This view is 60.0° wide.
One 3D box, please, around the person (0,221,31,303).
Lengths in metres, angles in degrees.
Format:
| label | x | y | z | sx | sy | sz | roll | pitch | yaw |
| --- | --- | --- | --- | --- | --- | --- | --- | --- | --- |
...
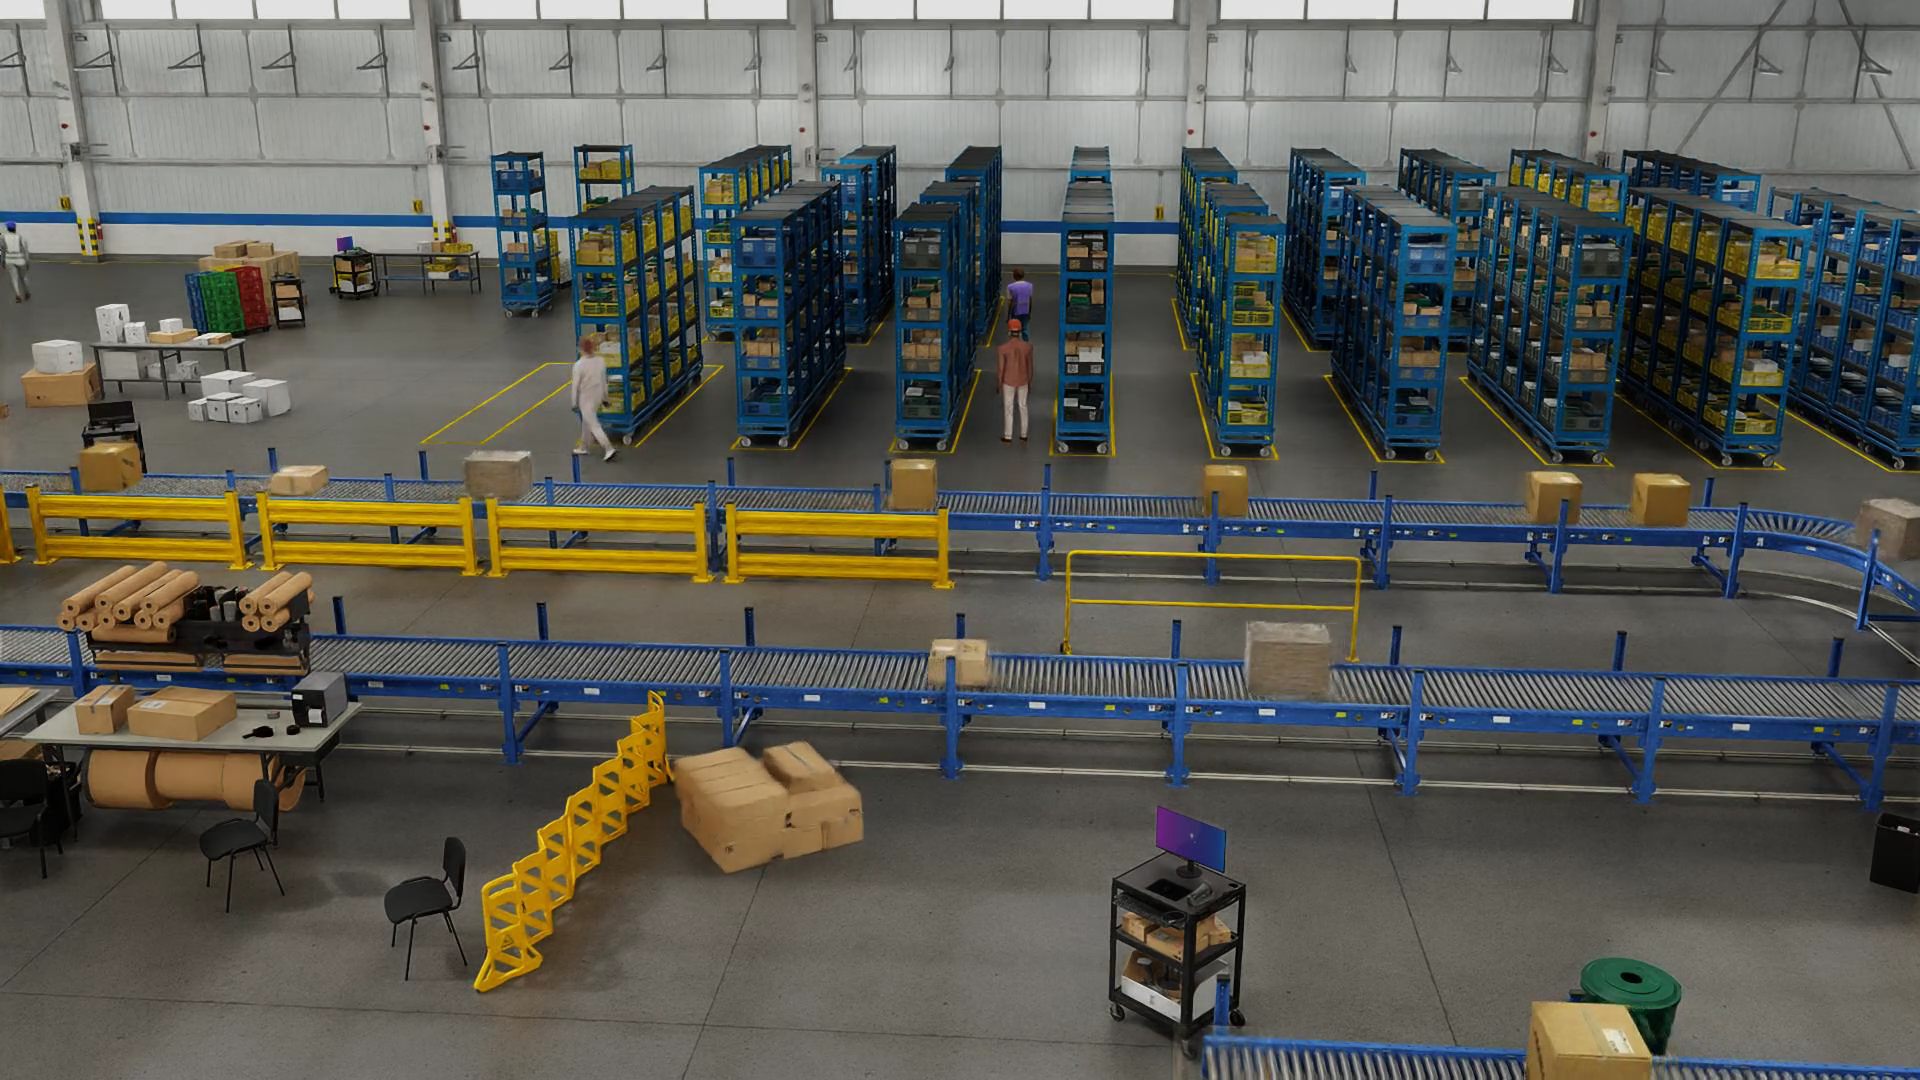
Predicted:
| label | x | y | z | sx | sy | sz | roll | pitch | yaw |
| --- | --- | --- | --- | --- | --- | --- | --- | --- | --- |
| person | -22.360 | -6.587 | 39.366 | 0.617 | 1.900 | 0.995 | -8 | 19 | -23 |

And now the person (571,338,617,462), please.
| label | x | y | z | sx | sy | sz | roll | pitch | yaw |
| --- | --- | --- | --- | --- | --- | --- | --- | --- | --- |
| person | -5.598 | -2.141 | 25.312 | 0.969 | 1.870 | 0.653 | 9 | 20 | 27 |

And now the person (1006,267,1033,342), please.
| label | x | y | z | sx | sy | sz | roll | pitch | yaw |
| --- | --- | --- | --- | --- | --- | --- | --- | --- | --- |
| person | 1.162 | -4.413 | 32.535 | 0.564 | 1.850 | 0.389 | -10 | 20 | -29 |

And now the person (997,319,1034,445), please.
| label | x | y | z | sx | sy | sz | roll | pitch | yaw |
| --- | --- | --- | --- | --- | --- | --- | --- | --- | --- |
| person | 0.862 | -2.491 | 26.199 | 0.608 | 1.995 | 0.377 | -6 | 18 | -18 |
